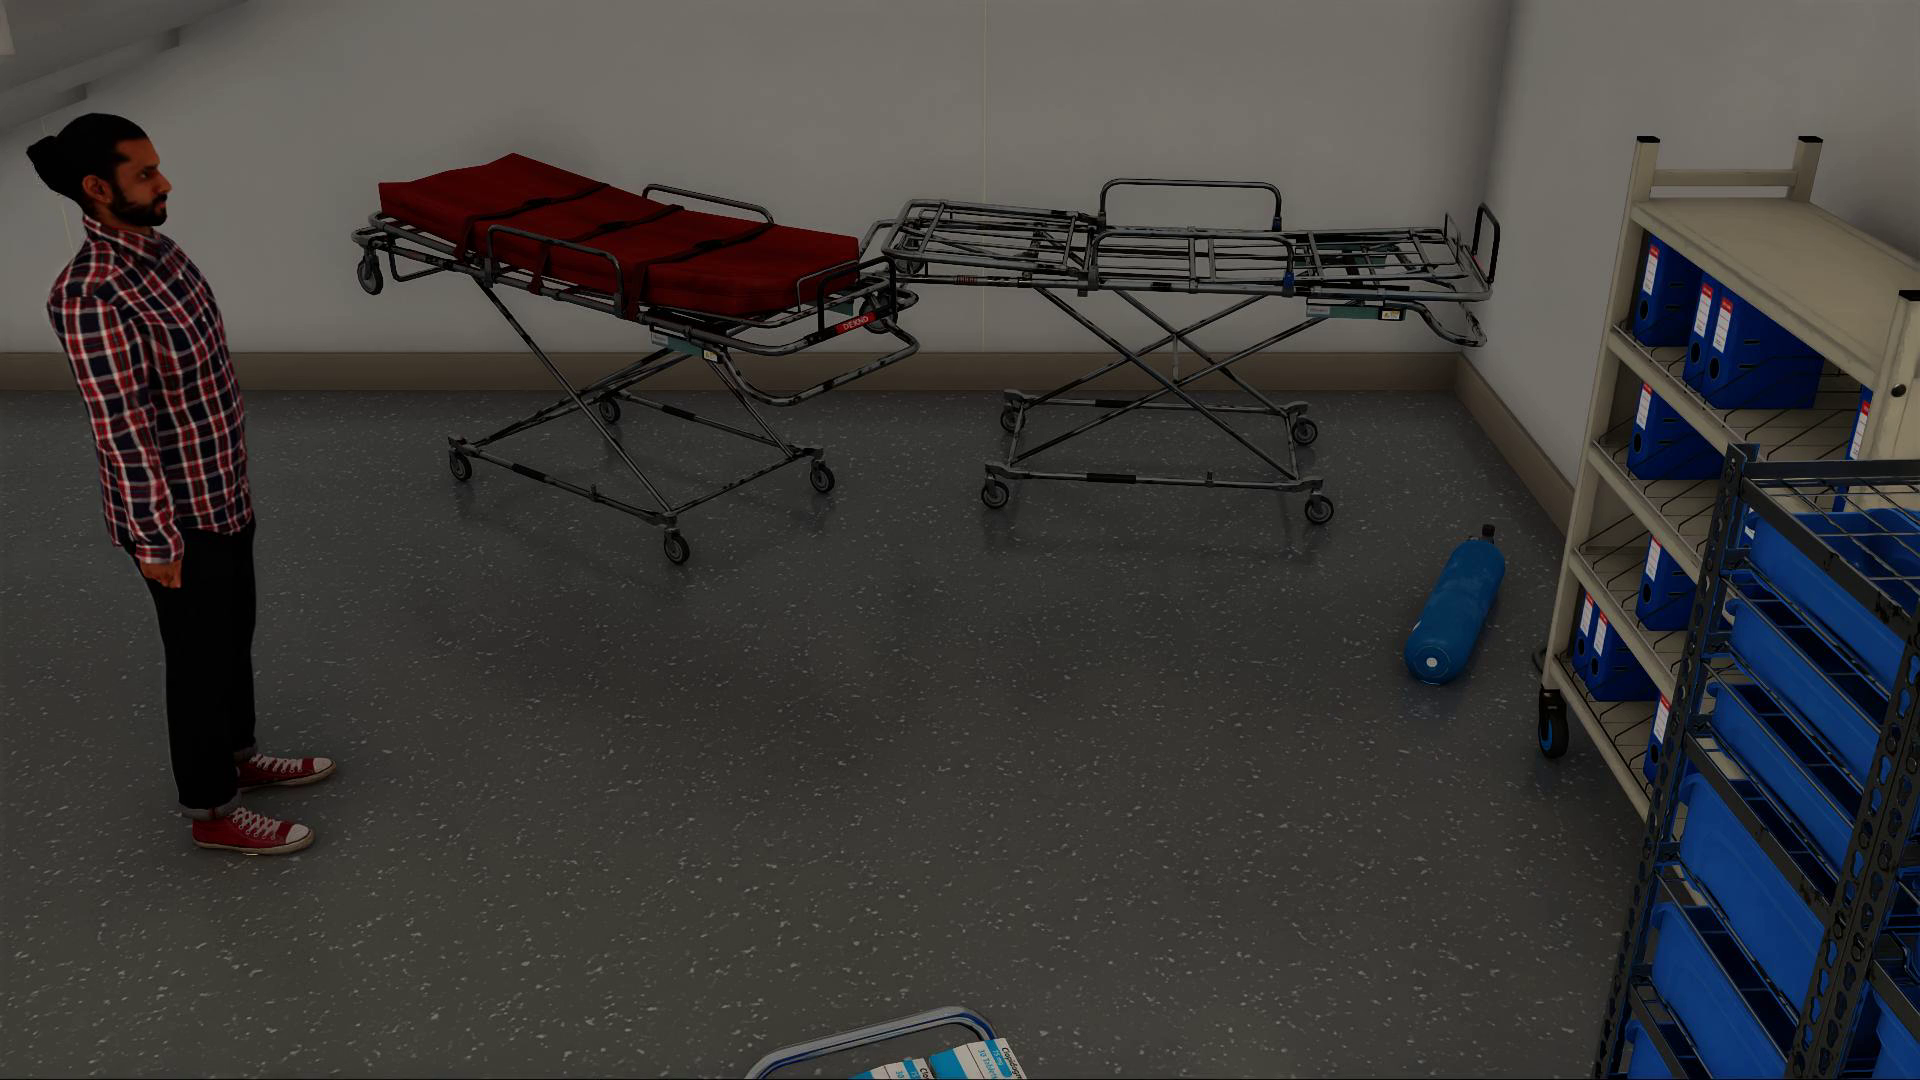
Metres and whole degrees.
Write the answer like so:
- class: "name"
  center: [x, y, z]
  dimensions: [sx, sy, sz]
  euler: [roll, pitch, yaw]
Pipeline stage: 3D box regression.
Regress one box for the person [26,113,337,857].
- class: "person"
  center: [-1.802, -0.105, 3.860]
  dimensions: [0.641, 1.762, 0.742]
  euler: [-4, 26, -9]
